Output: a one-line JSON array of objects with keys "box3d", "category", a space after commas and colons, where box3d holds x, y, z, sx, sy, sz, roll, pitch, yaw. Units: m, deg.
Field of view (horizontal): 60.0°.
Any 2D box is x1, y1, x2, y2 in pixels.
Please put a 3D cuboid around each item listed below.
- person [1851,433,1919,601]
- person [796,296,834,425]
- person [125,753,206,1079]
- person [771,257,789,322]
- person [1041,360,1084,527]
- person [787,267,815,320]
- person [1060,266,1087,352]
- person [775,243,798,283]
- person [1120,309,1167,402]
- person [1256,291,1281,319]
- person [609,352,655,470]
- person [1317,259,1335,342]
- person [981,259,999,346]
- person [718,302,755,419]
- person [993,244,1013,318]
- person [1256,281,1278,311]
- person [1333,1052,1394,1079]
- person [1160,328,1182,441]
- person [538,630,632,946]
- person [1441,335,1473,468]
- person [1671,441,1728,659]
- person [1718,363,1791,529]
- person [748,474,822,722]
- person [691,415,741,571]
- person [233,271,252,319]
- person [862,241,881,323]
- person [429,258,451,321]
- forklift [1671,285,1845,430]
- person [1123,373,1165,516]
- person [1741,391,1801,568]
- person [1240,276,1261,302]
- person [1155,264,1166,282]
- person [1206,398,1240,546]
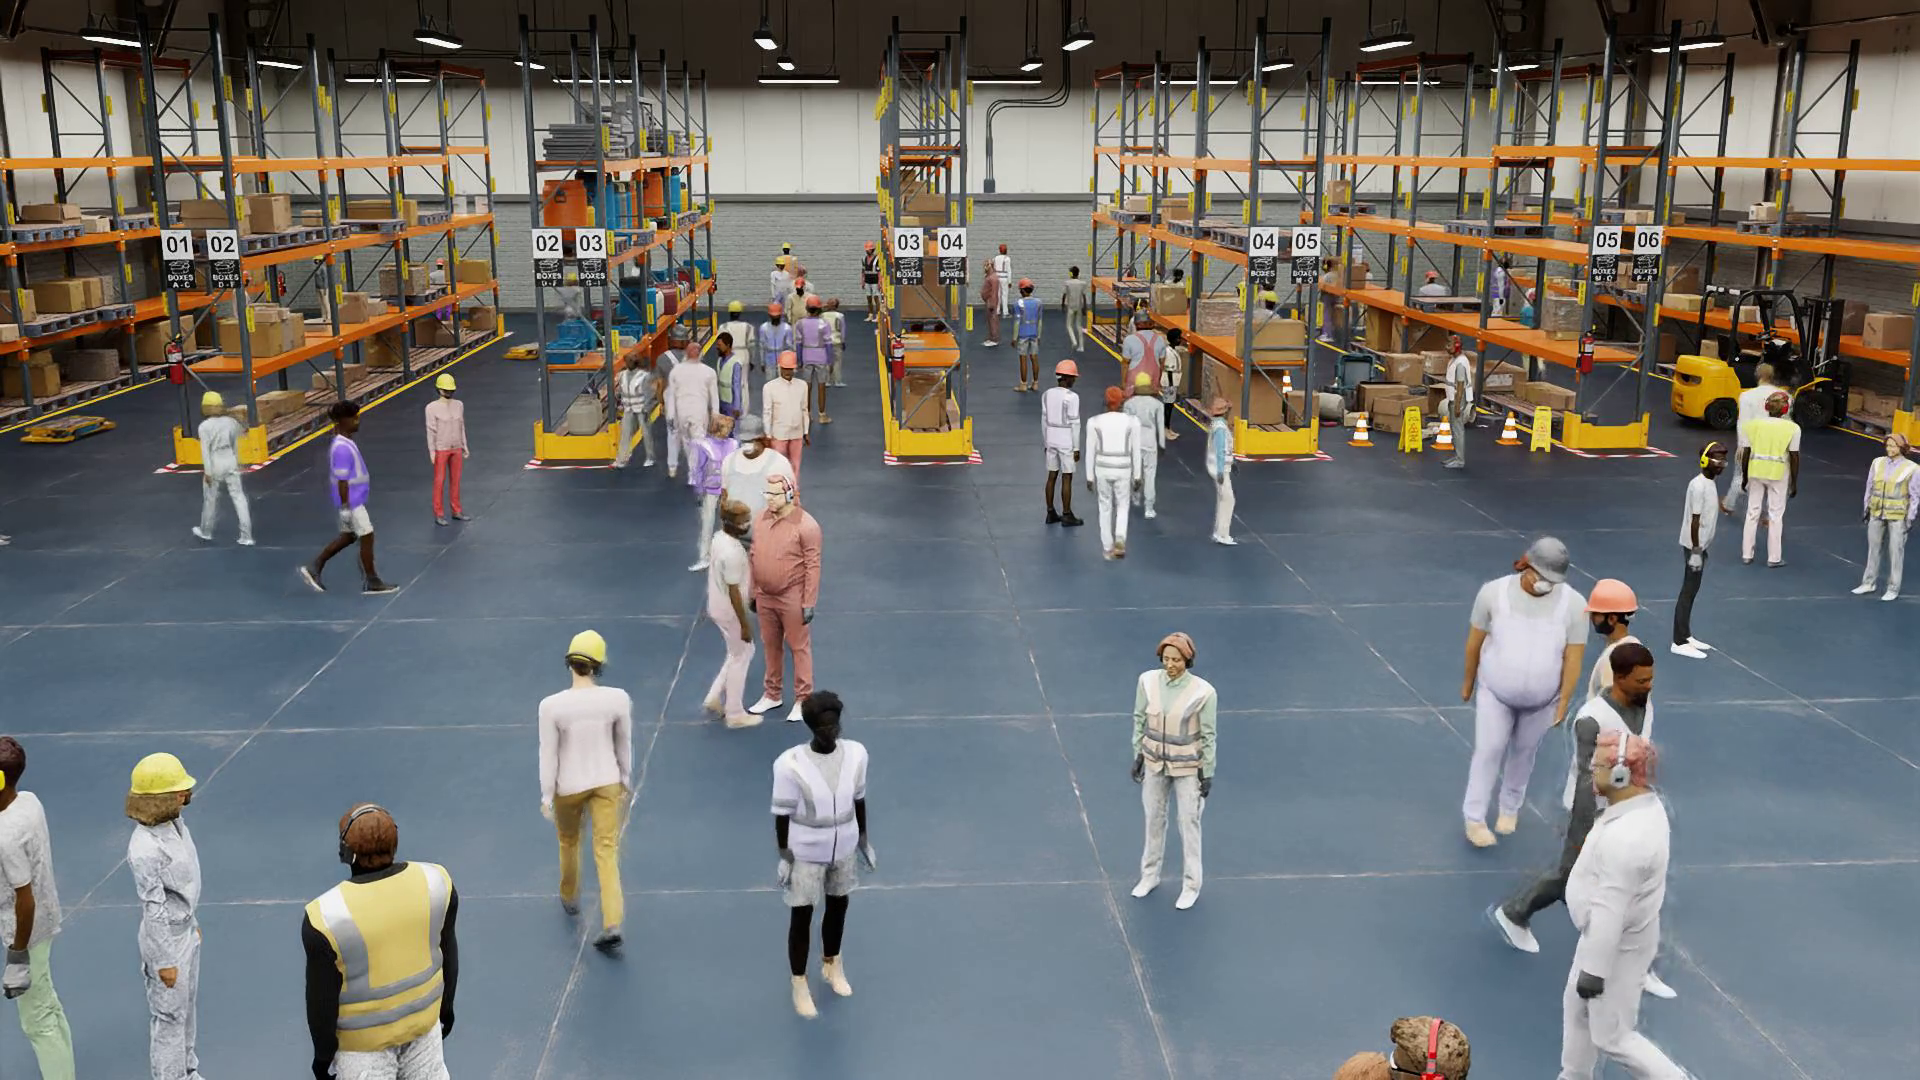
[{"box3d": [8.995, -0.231, 16.105, 0.310, 1.638, 0.523, -7, 15, -27], "category": "person"}, {"box3d": [-2.287, -2.829, 26.280, 0.647, 2.035, 0.434, 5, 14, 19], "category": "person"}, {"box3d": [-3.477, 1.773, 7.394, 0.295, 1.744, 0.492, -3, 14, -13], "category": "person"}, {"box3d": [-4.257, -5.825, 39.527, 0.525, 1.772, 0.306, -12, 18, -42], "category": "person"}, {"box3d": [1.195, -1.121, 19.259, 0.385, 1.927, 0.546, -12, 18, -41], "category": "person"}, {"box3d": [-3.359, -4.837, 35.181, 0.649, 1.858, 0.993, 7, 15, 28], "category": "person"}, {"box3d": [2.467, -4.945, 35.634, 0.526, 1.845, 0.458, -4, 14, -18], "category": "person"}, {"box3d": [-4.452, -6.692, 42.874, 0.585, 1.921, 0.372, -1, 13, -2], "category": "person"}, {"box3d": [2.633, -2.362, 24.275, 0.686, 2.000, 0.535, -5, 14, -21], "category": "person"}, {"box3d": [5.354, -3.401, 29.047, 0.584, 1.870, 1.018, 12, 18, 40], "category": "person"}, {"box3d": [-4.445, -1.749, 22.616, 0.531, 1.593, 0.772, 7, 15, 26], "category": "person"}, {"box3d": [8.238, -5.415, 37.610, 0.576, 1.850, 0.554, 8, 15, 30], "category": "person"}, {"box3d": [0.663, -5.245, 36.781, 0.403, 1.904, 0.652, -1, 13, -4], "category": "person"}, {"box3d": [-3.618, -2.919, 26.987, 0.609, 1.874, 0.992, -5, 14, -19], "category": "person"}, {"box3d": [1.099, -6.666, 42.846, 0.573, 1.883, 0.356, 12, 18, 42], "category": "person"}, {"box3d": [5.734, -3.995, 31.222, 0.413, 2.036, 0.606, 1, 13, 6], "category": "person"}, {"box3d": [1.230, 2.350, 5.183, 0.281, 1.634, 0.498, -11, 17, -38], "category": "person"}, {"box3d": [3.159, -2.336, 24.923, 0.320, 1.687, 0.537, 3, 14, 11], "category": "person"}, {"box3d": [-2.049, 1.359, 9.212, 0.536, 1.712, 0.903, -6, 15, -25], "category": "person"}, {"box3d": [6.791, -1.886, 22.728, 0.417, 1.828, 0.561, 2, 13, 10], "category": "person"}, {"box3d": [6.388, 0.072, 14.345, 0.336, 1.864, 0.521, 8, 16, 31], "category": "person"}, {"box3d": [9.278, -1.111, 19.324, 0.654, 1.879, 1.047, -1, 13, -3], "category": "person"}, {"box3d": [-1.365, 0.432, 12.724, 0.642, 1.909, 0.409, 8, 16, 31], "category": "person"}, {"box3d": [-2.549, -0.490, 17.270, 0.657, 1.609, 0.313, -9, 16, -32], "category": "person"}, {"box3d": [-13.932, -4.259, 32.428, 0.406, 1.989, 0.621, -10, 17, -36], "category": "person"}, {"box3d": [-2.228, -6.458, 41.664, 0.612, 2.030, 0.410, 9, 16, 35], "category": "person"}, {"box3d": [-12.293, -5.807, 39.483, 0.576, 1.749, 0.335, -4, 14, -18], "category": "person"}, {"box3d": [12.503, -2.886, 26.166, 2.313, 2.155, 1.214, -1, 13, -3], "category": "forklift"}, {"box3d": [2.205, -1.159, 19.974, 0.503, 1.669, 1.014, 2, 13, 10], "category": "person"}, {"box3d": [8.423, -0.626, 17.334, 0.563, 1.847, 0.388, 12, 18, 42], "category": "person"}, {"box3d": [6.810, -5.649, 39.097, 0.532, 1.623, 0.367, 0, 13, -1], "category": "person"}, {"box3d": [4.751, -5.720, 39.385, 0.288, 1.627, 0.501, -1, 13, -3], "category": "person"}, {"box3d": [2.909, -0.748, 18.377, 0.399, 1.600, 0.609, 3, 14, 12], "category": "person"}]
